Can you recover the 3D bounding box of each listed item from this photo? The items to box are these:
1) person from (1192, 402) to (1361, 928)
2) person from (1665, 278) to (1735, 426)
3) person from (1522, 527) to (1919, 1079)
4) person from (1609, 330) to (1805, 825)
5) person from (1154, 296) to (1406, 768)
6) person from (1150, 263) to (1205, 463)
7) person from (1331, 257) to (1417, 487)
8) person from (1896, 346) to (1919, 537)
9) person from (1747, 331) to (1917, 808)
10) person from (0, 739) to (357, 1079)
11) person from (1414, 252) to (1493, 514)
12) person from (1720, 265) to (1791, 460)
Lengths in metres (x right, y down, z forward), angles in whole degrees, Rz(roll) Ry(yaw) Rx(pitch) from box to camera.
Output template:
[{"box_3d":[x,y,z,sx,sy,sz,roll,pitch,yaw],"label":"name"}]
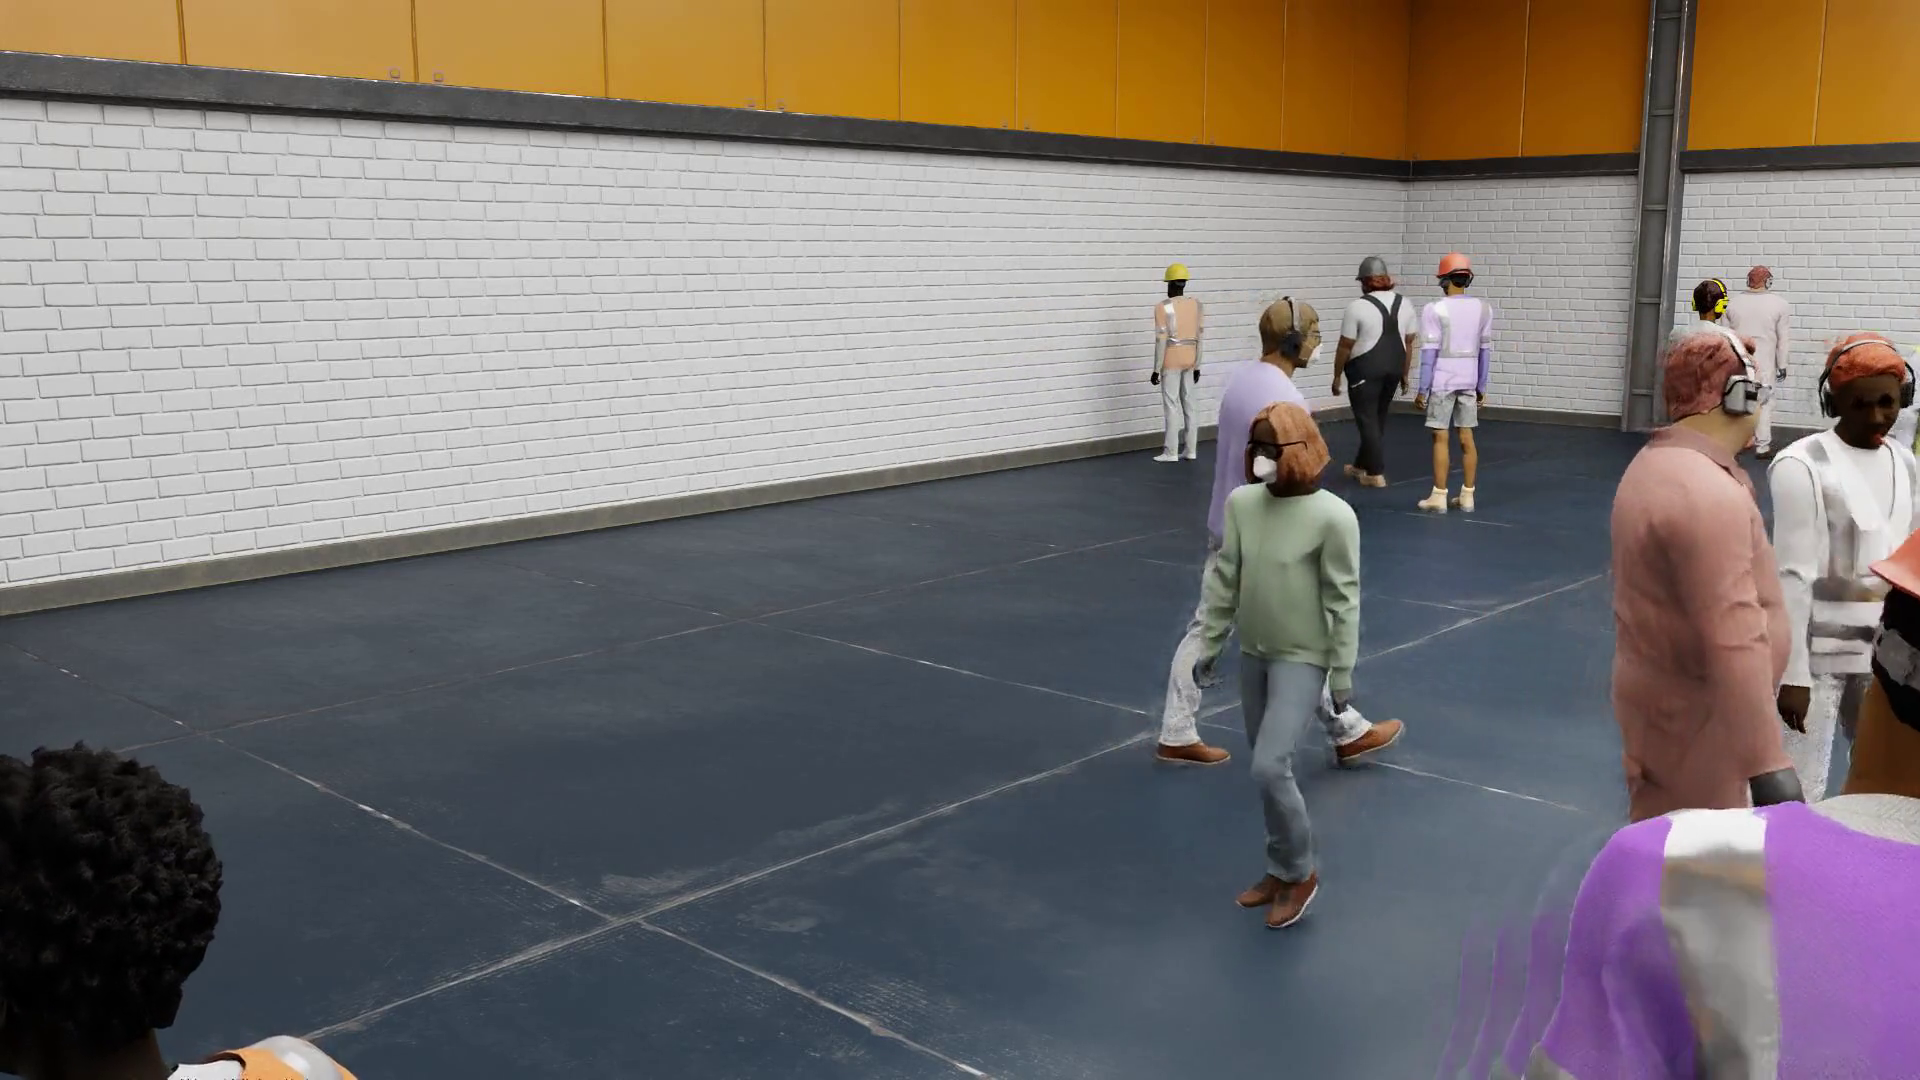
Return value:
[{"box_3d":[0.968,0.385,5.109,0.450,1.620,0.509,-6,12,-32],"label":"person"},{"box_3d":[5.025,-0.825,11.265,0.329,1.872,0.511,-8,13,-38],"label":"person"},{"box_3d":[0.722,0.878,1.538,0.720,1.889,0.438,2,10,11],"label":"person"},{"box_3d":[1.764,0.450,3.987,0.579,1.883,0.757,3,10,16],"label":"person"},{"box_3d":[1.262,-0.006,6.562,1.032,1.881,0.647,-2,10,-13],"label":"person"},{"box_3d":[2.092,-1.709,16.136,0.593,1.924,0.384,-6,12,-32],"label":"person"},{"box_3d":[3.585,-1.503,14.638,0.699,2.000,0.842,-4,11,-23],"label":"person"},{"box_3d":[5.968,-0.569,10.005,0.640,1.809,0.925,3,10,16],"label":"person"},{"box_3d":[2.482,0.309,4.879,0.605,1.859,0.730,-5,11,-28],"label":"person"},{"box_3d":[-0.665,0.999,1.402,0.321,1.690,0.530,3,10,15],"label":"person"},{"box_3d":[3.853,-1.229,13.080,0.615,2.038,0.395,-3,10,-17],"label":"person"},{"box_3d":[7.834,-1.748,16.424,0.652,1.904,0.404,7,12,36],"label":"person"}]
